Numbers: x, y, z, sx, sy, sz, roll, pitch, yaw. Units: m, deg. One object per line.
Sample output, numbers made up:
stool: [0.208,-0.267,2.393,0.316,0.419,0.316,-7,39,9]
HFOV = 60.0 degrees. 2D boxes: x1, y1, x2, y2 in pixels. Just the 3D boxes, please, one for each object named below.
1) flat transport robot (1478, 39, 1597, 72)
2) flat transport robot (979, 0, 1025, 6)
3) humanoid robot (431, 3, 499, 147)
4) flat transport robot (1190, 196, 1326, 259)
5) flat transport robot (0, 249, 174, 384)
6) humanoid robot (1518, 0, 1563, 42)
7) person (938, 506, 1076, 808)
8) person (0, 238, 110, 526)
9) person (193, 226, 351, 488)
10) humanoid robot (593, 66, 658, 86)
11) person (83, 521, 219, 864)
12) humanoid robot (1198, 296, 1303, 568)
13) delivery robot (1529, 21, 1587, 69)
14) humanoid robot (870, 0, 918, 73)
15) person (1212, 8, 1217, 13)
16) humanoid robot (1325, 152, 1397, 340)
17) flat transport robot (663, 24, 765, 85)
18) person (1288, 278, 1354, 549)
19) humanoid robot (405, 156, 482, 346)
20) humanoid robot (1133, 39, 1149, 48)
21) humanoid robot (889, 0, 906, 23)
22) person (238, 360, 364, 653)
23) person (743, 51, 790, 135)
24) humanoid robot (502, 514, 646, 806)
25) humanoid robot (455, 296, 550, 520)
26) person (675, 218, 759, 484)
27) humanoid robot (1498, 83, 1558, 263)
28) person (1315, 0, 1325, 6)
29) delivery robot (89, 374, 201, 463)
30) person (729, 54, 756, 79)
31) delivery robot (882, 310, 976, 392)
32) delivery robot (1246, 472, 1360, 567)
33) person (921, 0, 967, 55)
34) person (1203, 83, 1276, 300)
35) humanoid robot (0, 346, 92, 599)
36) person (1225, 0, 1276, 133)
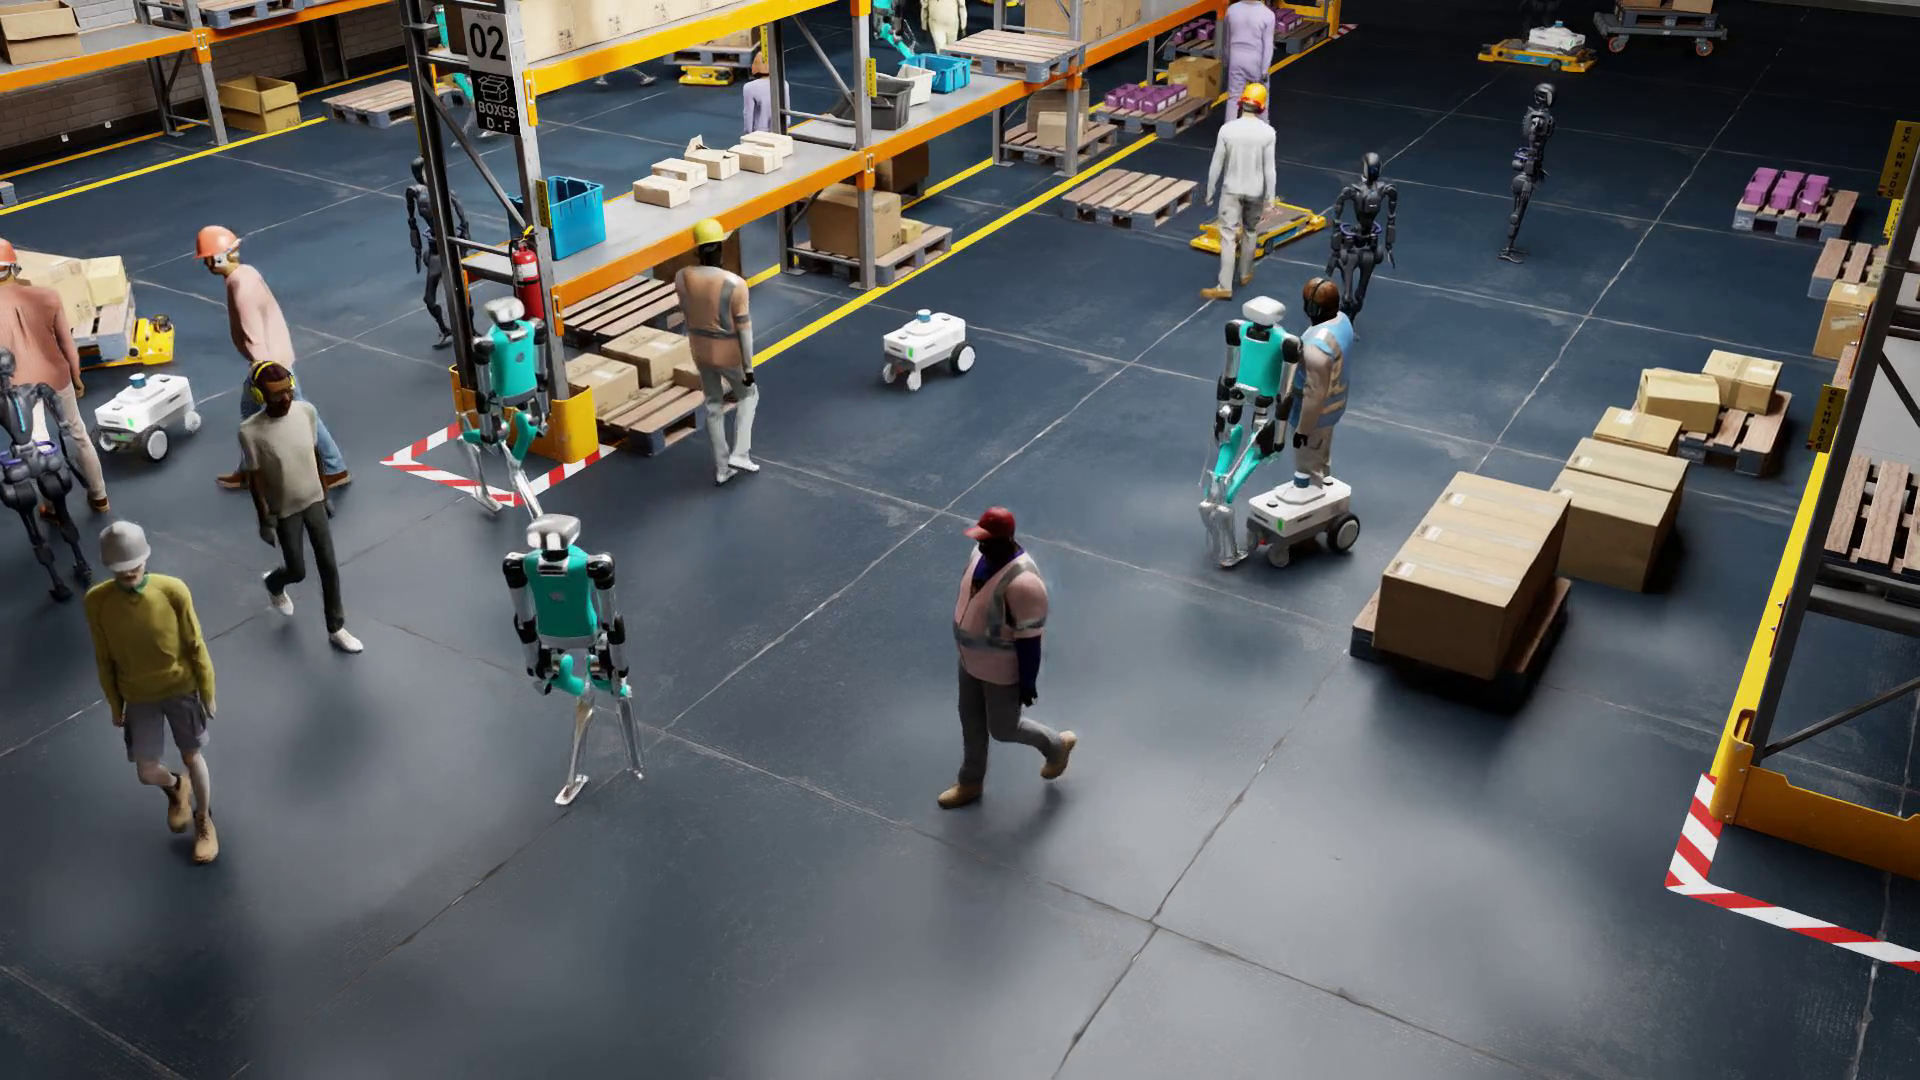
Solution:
flat transport robot: [7.847,-6.582,22.585,1.431,0.231,0.659,17,34,27]
flat transport robot: [1.003,-8.614,26.179,1.431,0.231,0.659,-21,36,-33]
humanoid robot: [-5.548,-5.373,18.983,0.833,1.798,0.543,-25,38,-37]
flat transport robot: [2.952,-3.071,16.374,0.659,0.231,1.431,24,37,36]
flat transport robot: [-7.279,-1.570,13.719,1.431,0.231,0.659,-11,31,-18]
humanoid robot: [7.883,-7.332,22.481,0.599,1.646,0.464,-3,30,-6]
person: [0.230,0.582,8.425,0.677,1.735,0.614,-16,33,-26]
person: [-6.138,-1.039,11.031,0.388,1.991,0.610,25,38,37]
person: [-4.826,-1.217,11.416,0.950,1.928,0.653,-11,31,-19]
humanoid robot: [-4.367,-6.502,20.993,1.082,1.755,0.560,-20,35,-31]
person: [-3.848,0.734,8.013,0.505,1.876,0.443,-10,31,-17]
humanoid robot: [1.734,-0.599,10.545,0.532,1.810,0.747,24,37,35]
delivery robot: [8.088,-6.711,22.524,0.499,0.597,0.779,-21,36,-33]
humanoid robot: [-0.687,-6.463,20.906,0.924,1.798,0.534,-22,36,-34]
person: [3.923,-8.827,24.979,0.528,1.818,0.560,-24,38,-36]
humanoid robot: [3.334,-2.427,13.813,0.590,1.643,0.421,-6,30,-11]
flat transport robot: [-3.213,-6.307,22.099,0.659,0.231,1.431,4,30,7]
person: [2.278,-0.818,10.797,0.431,1.839,0.623,13,32,21]
humanoid robot: [-4.244,-2.378,13.725,0.609,1.643,0.435,10,31,16]
humanoid robot: [2.589,-7.695,23.069,0.546,1.721,1.030,14,32,23]
humanoid robot: [-0.904,-8.506,24.569,0.610,1.640,0.429,-6,30,-10]
person: [-3.919,-0.221,9.739,0.712,1.847,0.492,22,36,33]
person: [-1.948,-4.122,16.851,0.497,1.627,0.288,-16,33,-26]
humanoid robot: [-1.909,0.555,8.486,0.530,1.789,0.797,1,29,1]
humanoid robot: [-3.076,-0.838,10.990,1.043,1.750,0.536,24,37,36]
person: [-1.674,-1.301,11.595,0.592,1.894,0.480,11,31,18]
humanoid robot: [5.359,-3.465,15.626,0.315,1.657,0.599,15,33,25]
person: [5.711,-9.162,25.551,0.429,1.843,0.630,13,32,22]
delivery robot: [-6.022,-0.945,12.295,0.499,0.568,0.747,8,30,13]
person: [-2.875,-6.951,21.554,0.483,1.935,0.449,2,30,3]
delivery robot: [-0.261,-1.565,13.440,0.499,0.614,0.791,23,37,35]
delivery robot: [2.245,-0.173,10.971,0.780,0.609,0.513,-20,35,-31]
person: [-0.212,-6.544,21.062,0.574,1.704,0.728,-4,30,-7]
person: [2.512,-3.099,14.833,0.605,1.857,0.698,2,30,4]
humanoid robot: [-5.755,-0.422,10.261,0.611,1.656,0.395,-25,38,-37]
person: [3.331,-5.443,18.949,0.653,1.870,0.888,19,35,30]
